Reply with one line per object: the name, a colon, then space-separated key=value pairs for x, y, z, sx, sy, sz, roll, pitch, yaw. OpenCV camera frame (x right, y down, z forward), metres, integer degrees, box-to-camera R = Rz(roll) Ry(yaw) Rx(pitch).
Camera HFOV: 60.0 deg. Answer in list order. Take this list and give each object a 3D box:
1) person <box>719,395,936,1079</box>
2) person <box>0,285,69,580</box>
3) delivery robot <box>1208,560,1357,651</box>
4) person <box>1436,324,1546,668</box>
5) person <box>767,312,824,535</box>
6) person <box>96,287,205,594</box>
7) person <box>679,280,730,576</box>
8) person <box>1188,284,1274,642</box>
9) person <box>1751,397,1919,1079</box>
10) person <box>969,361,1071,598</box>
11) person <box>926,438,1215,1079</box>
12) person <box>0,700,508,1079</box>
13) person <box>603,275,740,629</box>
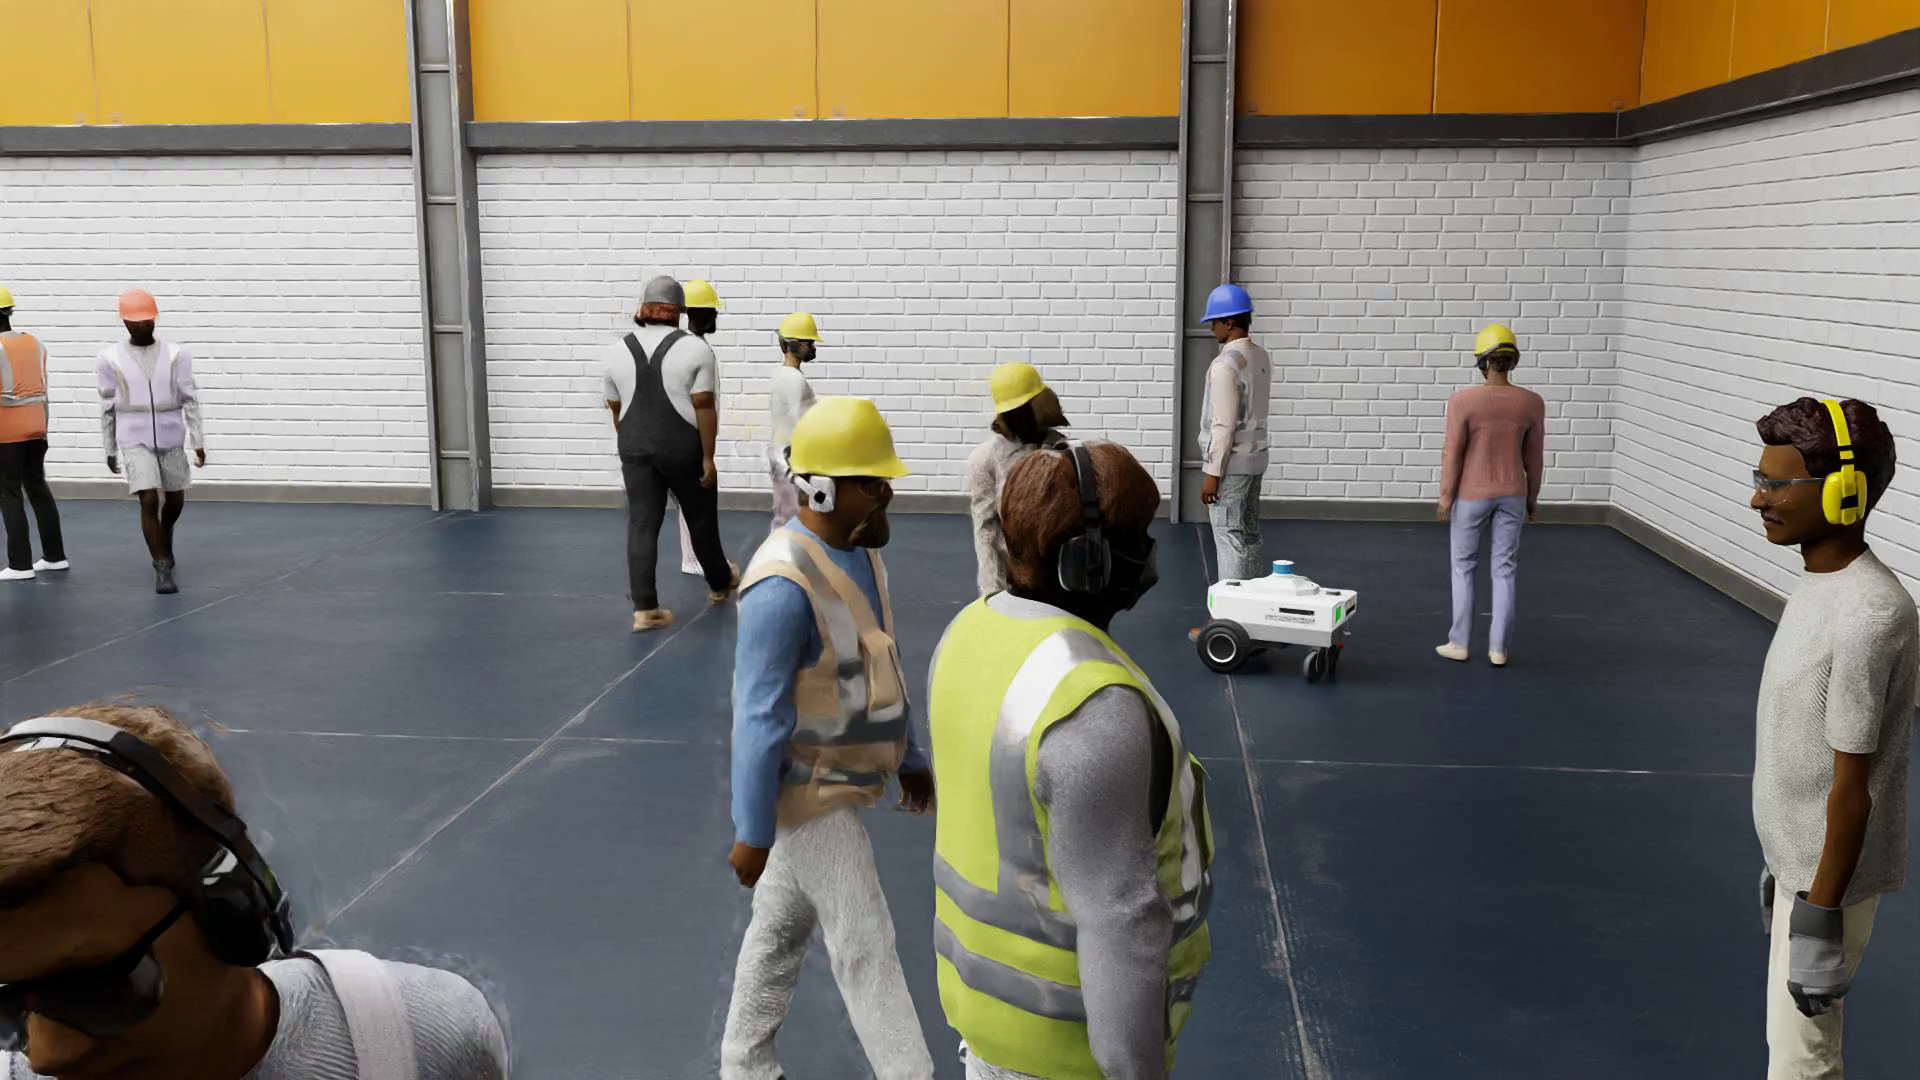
person: x=-0.222 y=0.563 z=3.879 sx=0.869 sy=1.791 sz=0.607 roll=2 pitch=10 yaw=10
person: x=-6.131 y=-0.693 z=10.751 sx=0.398 sy=1.917 sz=0.596 roll=2 pitch=10 yaw=11
delivery robot: x=1.629 y=0.347 z=8.408 sx=0.707 sy=0.478 sz=0.477 roll=5 pitch=11 yaw=27
person: x=2.704 y=-0.222 z=8.516 sx=0.540 sy=1.756 sz=0.367 roll=-1 pitch=10 yaw=-5
person: x=-0.959 y=-0.448 z=9.766 sx=0.326 sy=1.765 sz=0.530 roll=-4 pitch=11 yaw=-20
person: x=-5.112 y=-0.647 z=10.507 sx=0.566 sy=1.908 sz=0.808 roll=-7 pitch=12 yaw=-34
person: x=-1.708 y=-0.733 z=10.931 sx=0.371 sy=1.927 sz=0.588 roll=0 pitch=10 yaw=-2
person: x=1.474 y=-0.403 z=9.000 sx=0.394 sy=1.943 sz=0.602 roll=6 pitch=11 yaw=29
person: x=1.616 y=0.655 z=3.191 sx=0.334 sy=1.860 sz=0.509 roll=4 pitch=11 yaw=21
person: x=0.290 y=0.162 z=6.409 sx=0.520 sy=1.715 sz=0.351 roll=-4 pitch=11 yaw=-19
person: x=0.180 y=0.756 z=2.651 sx=0.430 sy=1.845 sz=0.619 roll=-4 pitch=11 yaw=-20
person: x=-0.602 y=0.985 z=1.455 sx=0.559 sy=1.802 sz=0.474 roll=-6 pitch=12 yaw=-31
person: x=-1.658 y=-0.552 z=9.573 sx=0.695 sy=2.000 sz=1.038 roll=2 pitch=10 yaw=14
